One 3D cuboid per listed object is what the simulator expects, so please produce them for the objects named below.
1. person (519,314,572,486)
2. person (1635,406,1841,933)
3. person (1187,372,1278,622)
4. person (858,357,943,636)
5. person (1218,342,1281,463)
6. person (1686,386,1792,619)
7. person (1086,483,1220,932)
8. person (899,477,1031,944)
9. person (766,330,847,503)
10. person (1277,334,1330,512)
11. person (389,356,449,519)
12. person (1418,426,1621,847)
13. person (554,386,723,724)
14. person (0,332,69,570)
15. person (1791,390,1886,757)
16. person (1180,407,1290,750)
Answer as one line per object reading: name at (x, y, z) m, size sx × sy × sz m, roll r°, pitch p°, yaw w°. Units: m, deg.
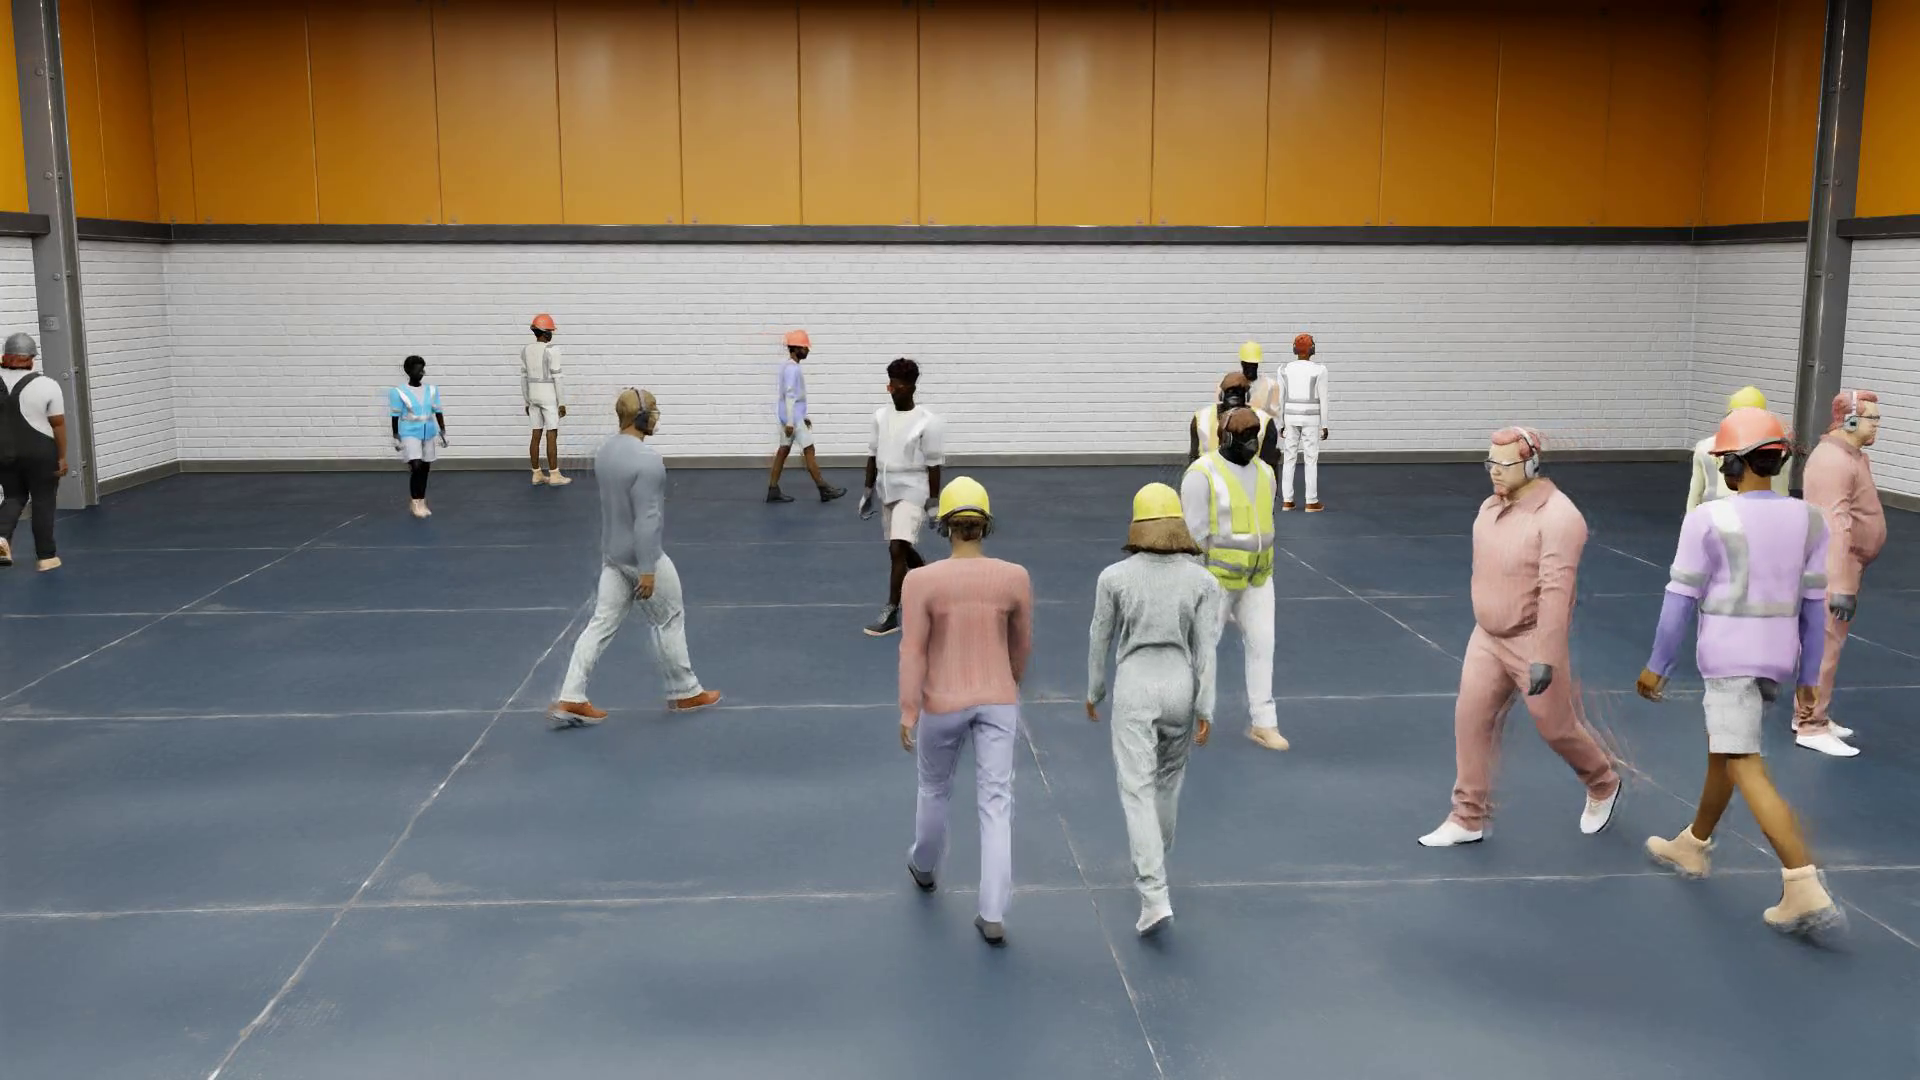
person at (-4.939, -1.666, 19.807) m, size 0.605 × 2.045 × 0.388 m, roll 5°, pitch 10°, yaw 29°
person at (3.110, 0.482, 6.507) m, size 0.621 × 2.004 × 1.039 m, roll -3°, pitch 9°, yaw -16°
person at (1.920, -0.277, 11.800) m, size 0.654 × 1.810 × 0.769 m, roll 2°, pitch 9°, yaw 13°
person at (-0.366, -0.334, 11.789) m, size 0.600 × 1.937 × 0.936 m, roll 8°, pitch 12°, yaw 42°
person at (2.733, -0.949, 15.839) m, size 0.581 × 1.885 × 0.982 m, roll -1°, pitch 9°, yaw -8°
person at (4.934, -0.076, 10.585) m, size 0.601 × 1.802 × 0.835 m, roll 6°, pitch 11°, yaw 32°
person at (0.766, 0.628, 6.503) m, size 0.499 × 1.693 × 0.897 m, roll 0°, pitch 9°, yaw -1°
person at (-0.001, 0.617, 6.458) m, size 0.535 × 1.720 × 0.875 m, roll -2°, pitch 9°, yaw -13°
person at (-1.708, -1.345, 18.243) m, size 0.941 × 1.891 × 0.570 m, roll -2°, pitch 9°, yaw -12°
person at (3.626, -1.233, 17.594) m, size 0.574 × 1.885 × 0.355 m, roll 5°, pitch 10°, yaw 30°
person at (-5.541, -1.054, 17.106) m, size 0.581 × 1.677 × 0.549 m, roll 8°, pitch 12°, yaw 41°
person at (2.515, 0.423, 7.271) m, size 0.936 × 1.865 × 0.646 m, roll -4°, pitch 10°, yaw -22°
person at (-1.839, 0.087, 9.285) m, size 1.008 × 1.894 × 0.648 m, roll -7°, pitch 12°, yaw -39°
person at (-7.881, -0.748, 14.057) m, size 0.688 × 2.000 × 0.597 m, roll -1°, pitch 9°, yaw -4°
person at (4.641, 0.165, 8.778) m, size 0.399 × 1.900 × 0.678 m, roll 4°, pitch 10°, yaw 26°
person at (1.428, 0.174, 9.011) m, size 0.626 × 1.816 × 0.899 m, roll -5°, pitch 10°, yaw -29°
